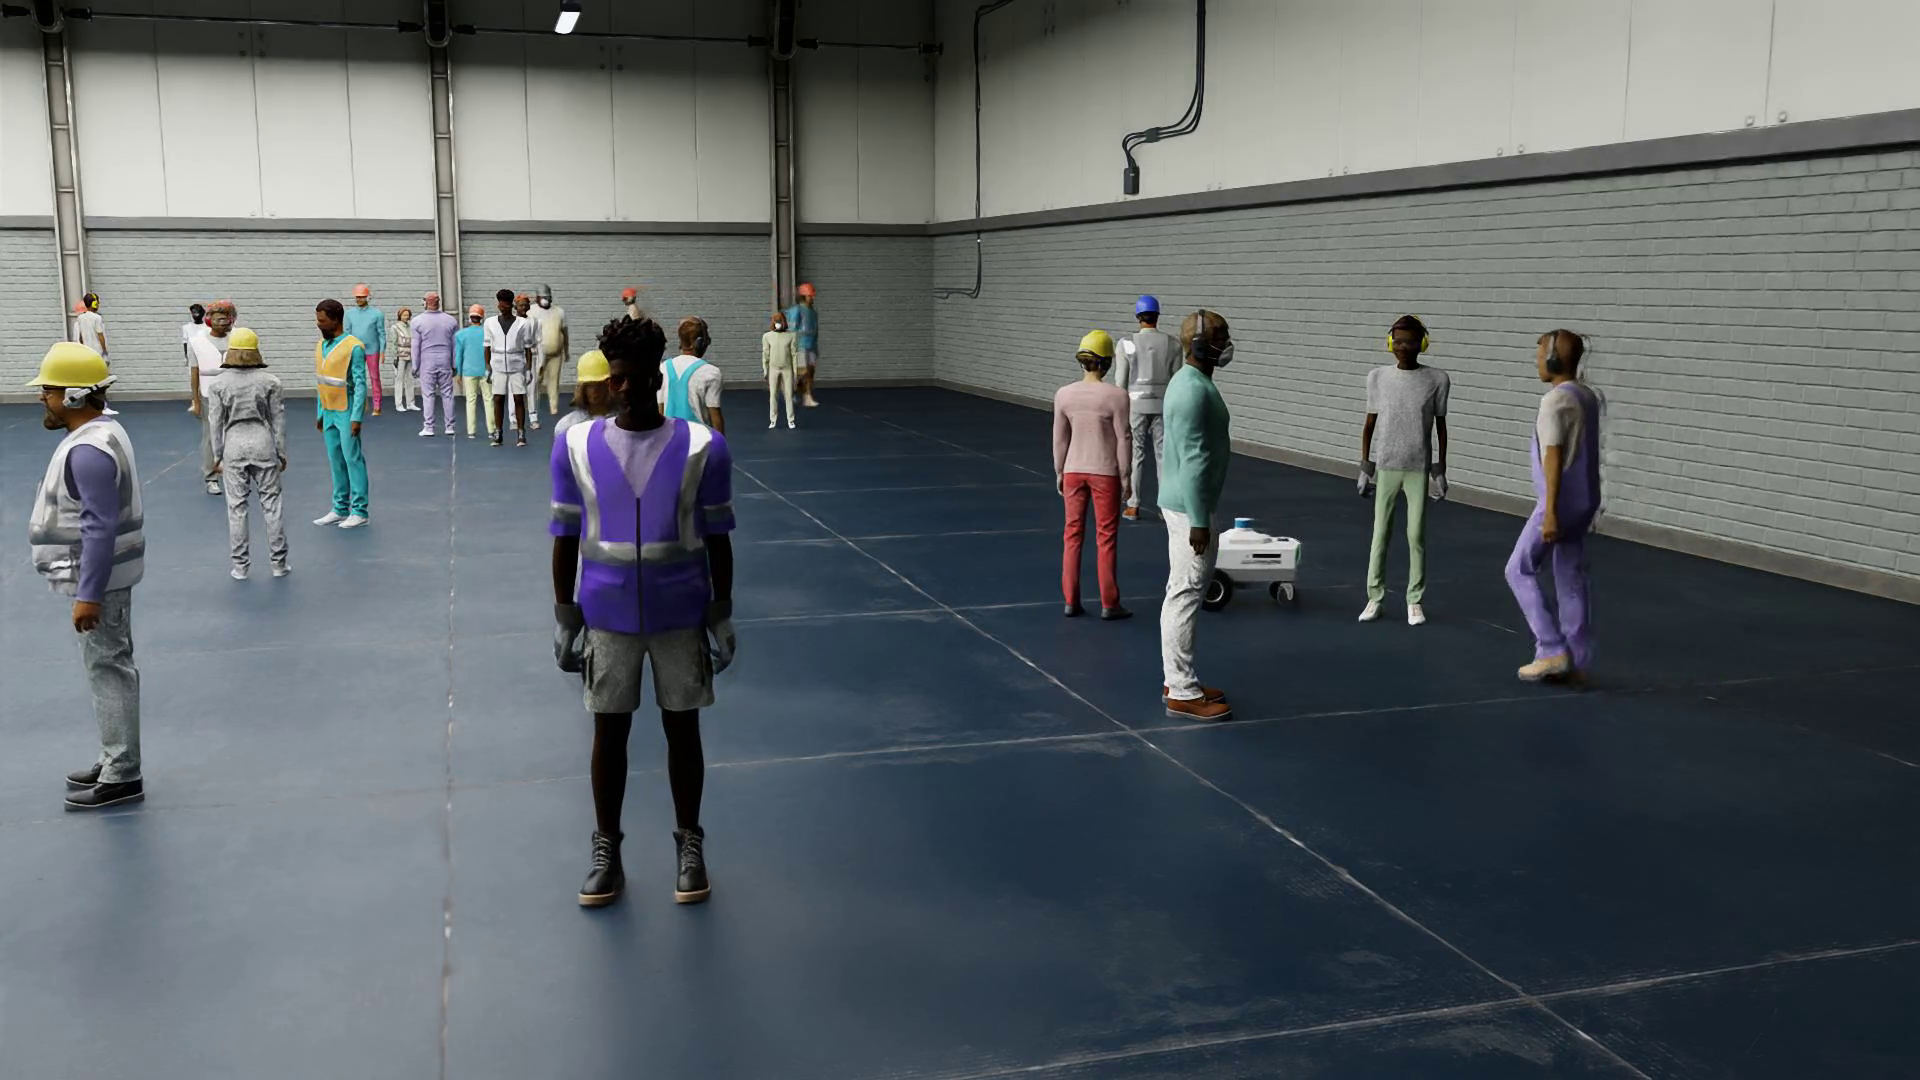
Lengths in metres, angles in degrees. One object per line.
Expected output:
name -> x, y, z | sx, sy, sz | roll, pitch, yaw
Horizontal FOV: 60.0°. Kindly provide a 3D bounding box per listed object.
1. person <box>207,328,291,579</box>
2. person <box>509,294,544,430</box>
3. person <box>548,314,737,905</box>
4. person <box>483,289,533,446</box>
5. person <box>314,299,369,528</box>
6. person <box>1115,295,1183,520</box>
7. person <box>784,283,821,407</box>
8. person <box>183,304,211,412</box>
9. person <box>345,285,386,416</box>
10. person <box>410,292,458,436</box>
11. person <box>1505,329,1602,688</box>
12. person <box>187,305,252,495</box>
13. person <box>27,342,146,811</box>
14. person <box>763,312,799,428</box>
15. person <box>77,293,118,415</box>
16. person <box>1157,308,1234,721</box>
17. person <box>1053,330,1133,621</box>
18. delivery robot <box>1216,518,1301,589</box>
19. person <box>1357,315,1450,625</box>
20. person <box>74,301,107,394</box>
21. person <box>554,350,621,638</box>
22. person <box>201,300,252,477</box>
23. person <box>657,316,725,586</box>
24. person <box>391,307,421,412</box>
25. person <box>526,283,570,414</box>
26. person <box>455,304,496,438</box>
person -> -4.950, -0.602, 11.591 | 0.489, 1.743, 0.323 | -4, 10, -22
person -> -6.053, -2.459, 23.039 | 0.575, 1.877, 0.346 | -4, 10, -24
person -> -1.048, 0.239, 5.520 | 0.613, 1.963, 0.361 | -1, 9, -6
person -> -5.634, -2.143, 20.741 | 0.603, 1.958, 0.381 | -1, 9, -7
person -> -5.197, -1.061, 13.985 | 0.588, 1.913, 0.390 | 7, 11, 36
person -> 1.628, -1.133, 14.360 | 0.602, 1.939, 0.397 | -1, 9, -4
person -> -2.531, -3.172, 27.117 | 0.528, 2.027, 0.604 | 5, 10, 31
person -> -11.888, -2.844, 26.040 | 0.534, 1.697, 0.322 | 0, 9, -1
person -> -9.065, -2.884, 25.348 | 0.611, 1.996, 0.387 | 0, 9, 1
person -> -6.984, -2.330, 22.098 | 0.651, 1.907, 0.409 | -7, 11, -39
person -> 3.045, -0.156, 8.483 | 0.477, 1.824, 0.542 | 9, 12, 44
person -> -7.162, -1.356, 16.129 | 0.560, 1.837, 0.388 | -7, 11, -38
person -> -3.433, 0.141, 6.569 | 0.403, 1.834, 0.587 | -4, 10, -24
person -> -2.500, -2.362, 23.202 | 0.498, 1.627, 0.279 | -1, 9, -3
person -> -13.244, -2.840, 25.485 | 0.509, 1.868, 0.328 | 4, 10, 22
person -> 1.126, -0.125, 7.926 | 0.371, 1.941, 0.627 | 1, 9, 7
person -> 0.820, -0.391, 10.175 | 0.523, 1.769, 0.324 | 6, 10, 32
delivery robot -> 1.796, 0.103, 10.578 | 0.707, 0.478, 0.477 | 0, 9, -1
person -> 2.669, -0.415, 10.015 | 0.532, 1.864, 0.310 | 3, 9, 19
person -> -13.655, -2.871, 26.074 | 0.564, 1.739, 0.352 | 3, 9, 16
person -> -1.844, -0.134, 8.681 | 0.492, 1.727, 0.685 | -2, 9, -10
person -> -7.566, -1.575, 17.410 | 0.813, 1.855, 0.589 | 4, 10, 24
person -> -1.800, -0.581, 11.190 | 0.515, 1.835, 0.358 | 4, 10, 22
person -> -8.737, -2.840, 26.208 | 0.310, 1.636, 0.522 | 5, 10, 27
person -> -6.330, -2.930, 25.503 | 0.697, 2.000, 0.541 | -4, 10, -26
person -> -6.325, -2.215, 21.849 | 0.573, 1.748, 0.342 | -2, 9, -14
